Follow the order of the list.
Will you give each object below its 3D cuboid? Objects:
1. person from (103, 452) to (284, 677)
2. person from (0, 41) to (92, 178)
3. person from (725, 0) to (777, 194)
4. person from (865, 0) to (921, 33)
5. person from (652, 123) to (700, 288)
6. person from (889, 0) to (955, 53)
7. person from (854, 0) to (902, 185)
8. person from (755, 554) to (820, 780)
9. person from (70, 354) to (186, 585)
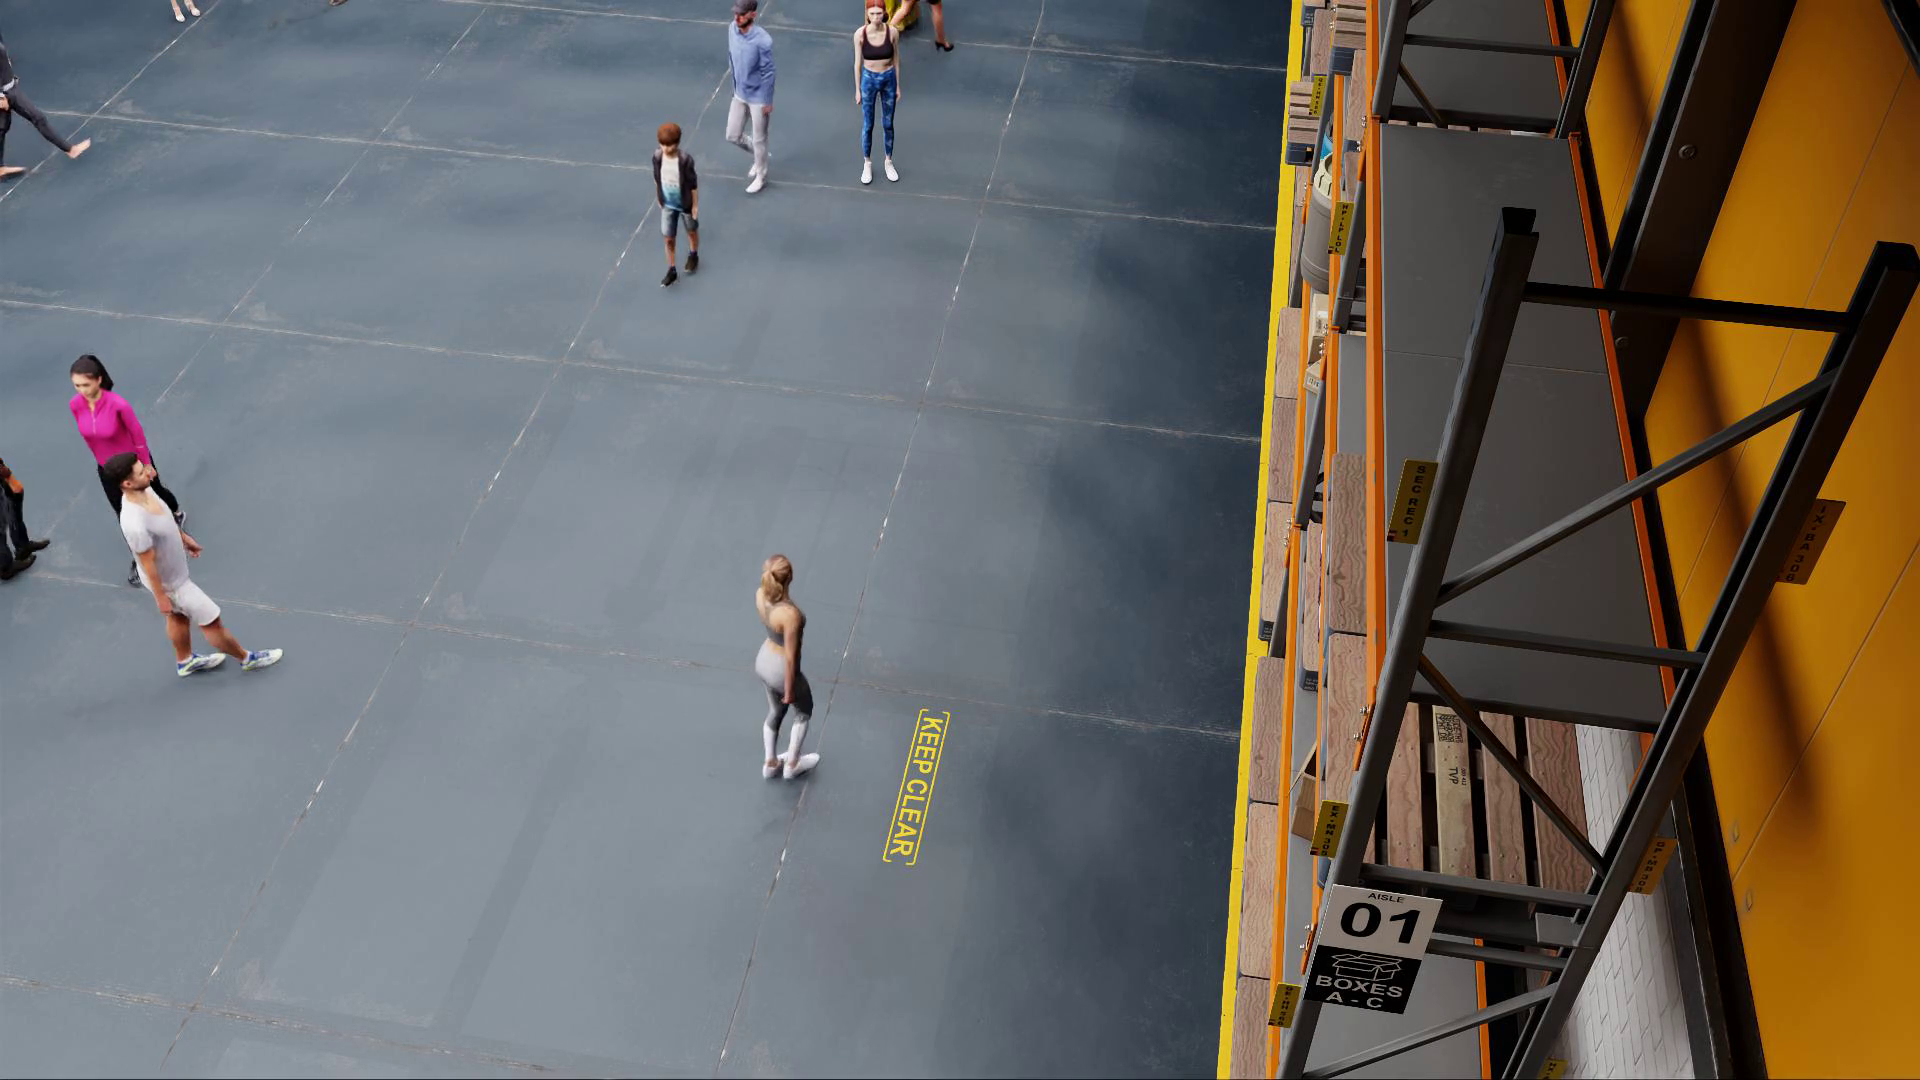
[{"bbox_3d":[-5.097,0.214,10.510,1.031,1.836,1.018,-14,45,-14],"label":"person"},{"bbox_3d":[-8.787,-4.068,15.092,1.187,1.715,1.064,-31,52,-28],"label":"person"},{"bbox_3d":[-1.823,-4.053,14.958,0.811,1.877,0.839,28,50,26],"label":"person"},{"bbox_3d":[-0.702,-6.069,17.240,0.968,1.660,1.059,-33,53,-30],"label":"person"},{"bbox_3d":[-2.360,-2.899,14.071,0.536,1.430,0.783,7,44,7],"label":"person"},{"bbox_3d":[-0.506,-5.583,16.741,1.044,1.635,1.046,-22,48,-21],"label":"person"},{"bbox_3d":[-0.735,-4.077,15.059,0.644,1.784,0.655,-7,44,-7],"label":"person"},{"bbox_3d":[-1.112,0.829,9.983,0.792,1.672,0.735,-23,48,-22],"label":"person"},{"bbox_3d":[-5.725,-0.592,11.481,0.696,1.674,1.003,0,44,0],"label":"person"}]
